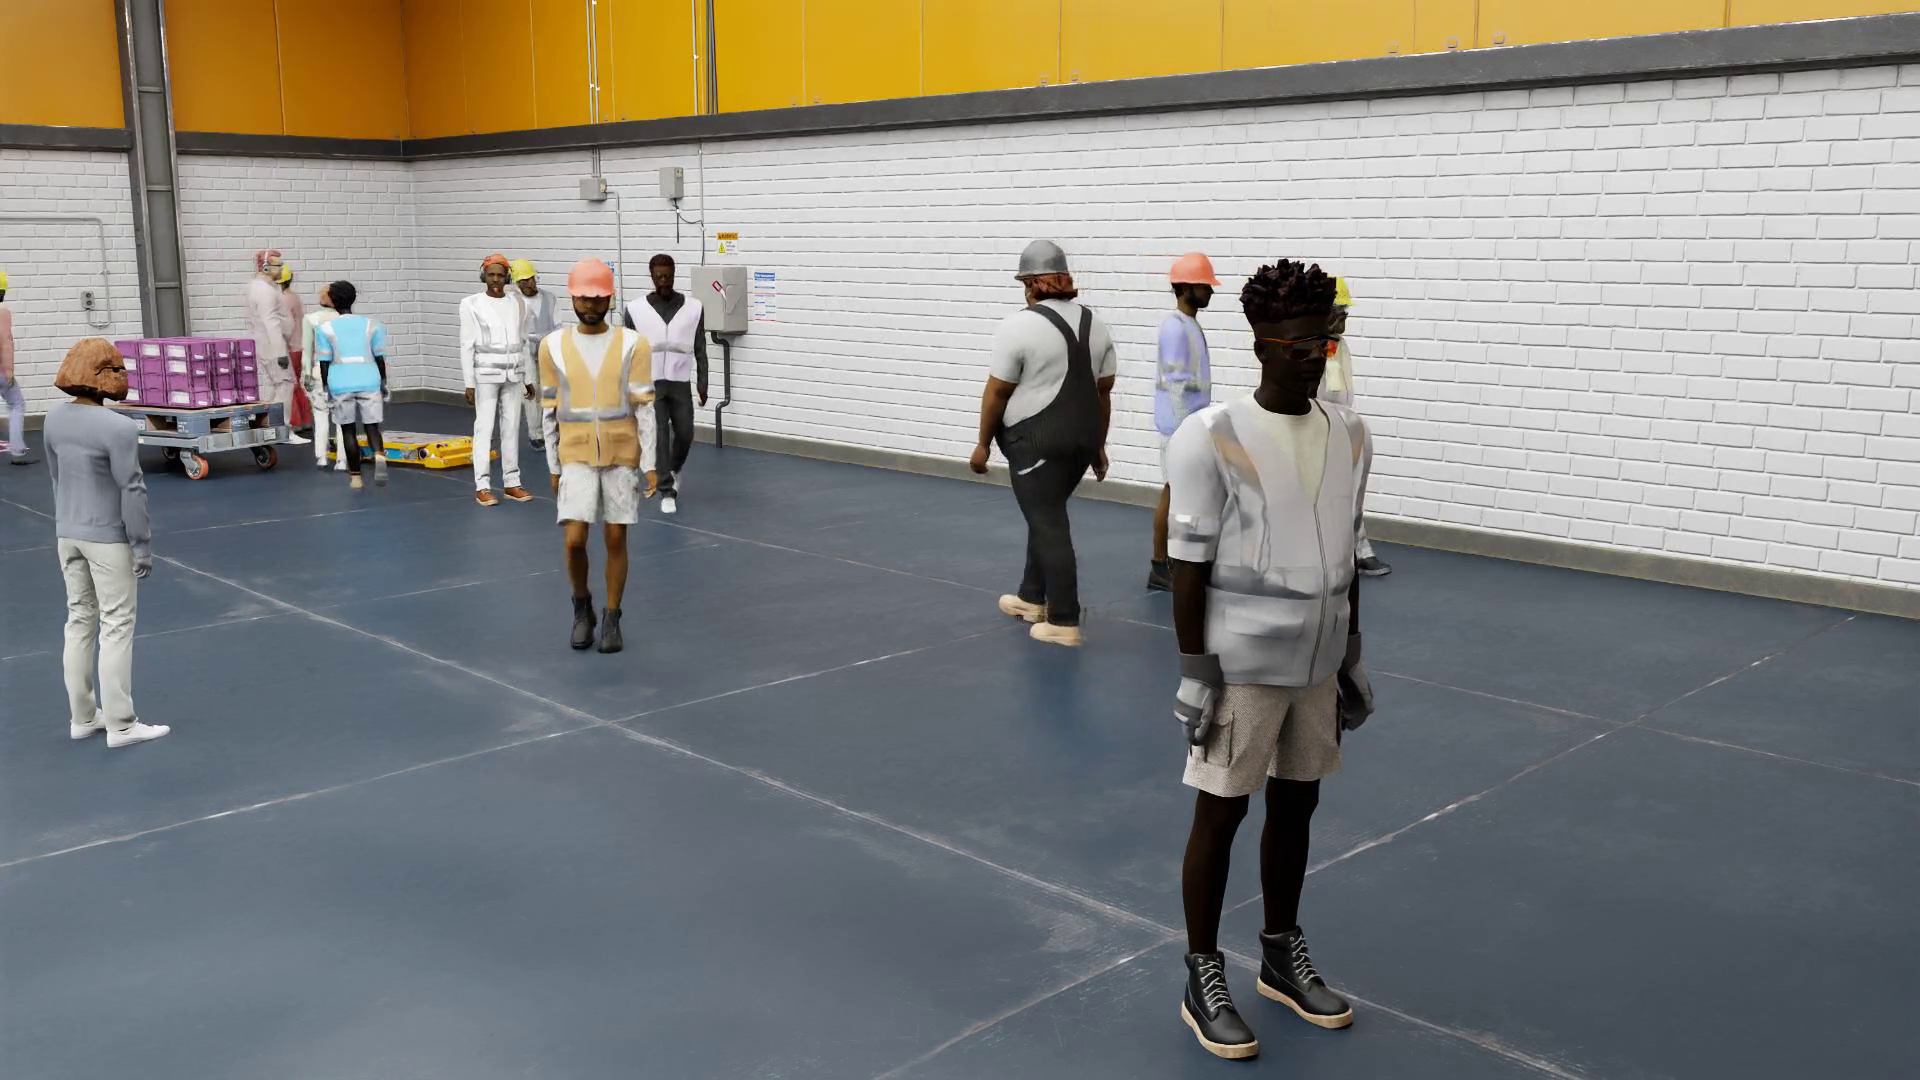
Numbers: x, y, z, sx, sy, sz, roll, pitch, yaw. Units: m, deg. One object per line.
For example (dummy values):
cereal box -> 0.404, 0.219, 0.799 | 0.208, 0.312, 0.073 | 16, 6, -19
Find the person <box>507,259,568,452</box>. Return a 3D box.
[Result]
person -> -3.946, -1.722, 15.586 | 0.619, 1.792, 0.681 | -10, 14, -43

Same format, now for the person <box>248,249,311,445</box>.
person -> -6.610, -1.850, 16.050 | 0.493, 1.886, 0.669 | -4, 11, -23

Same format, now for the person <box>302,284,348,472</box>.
person -> -5.388, -1.395, 14.330 | 0.538, 1.594, 0.609 | -6, 12, -31

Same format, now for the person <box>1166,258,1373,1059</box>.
person -> 0.786, 0.291, 4.163 | 0.602, 1.966, 0.368 | -6, 12, -29

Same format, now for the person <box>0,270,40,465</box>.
person -> -8.307, -1.459, 14.341 | 0.545, 1.724, 0.709 | 2, 11, 9

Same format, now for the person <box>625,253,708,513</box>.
person -> -2.178, -1.175, 12.353 | 0.602, 1.900, 0.685 | -3, 11, -16

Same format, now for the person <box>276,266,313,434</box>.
person -> -6.806, -1.921, 16.871 | 0.368, 1.725, 0.570 | -1, 10, -5

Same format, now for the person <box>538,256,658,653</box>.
person -> -1.735, -0.391, 8.016 | 0.547, 1.920, 0.431 | -2, 11, -10

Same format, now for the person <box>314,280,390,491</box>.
person -> -4.731, -1.192, 13.018 | 0.543, 1.674, 0.572 | -6, 12, -28

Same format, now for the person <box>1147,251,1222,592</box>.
person -> 1.295, -0.668, 9.477 | 0.363, 1.938, 0.547 | 3, 11, 17

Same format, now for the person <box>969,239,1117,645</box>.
person -> 0.352, -0.525, 8.407 | 0.690, 2.000, 0.894 | -10, 14, -43

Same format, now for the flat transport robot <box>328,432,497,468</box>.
flat transport robot -> -4.907, -0.815, 14.819 | 1.431, 0.197, 0.652 | 5, 12, 26

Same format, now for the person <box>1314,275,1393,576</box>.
person -> 2.155, -0.684, 9.984 | 0.594, 1.793, 0.897 | -9, 14, -41

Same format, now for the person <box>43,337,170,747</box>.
person -> -3.417, 0.011, 6.625 | 0.494, 1.624, 0.282 | 5, 11, 24

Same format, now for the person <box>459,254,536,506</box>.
person -> -3.482, -1.208, 12.559 | 0.346, 1.882, 0.578 | 10, 15, 44
